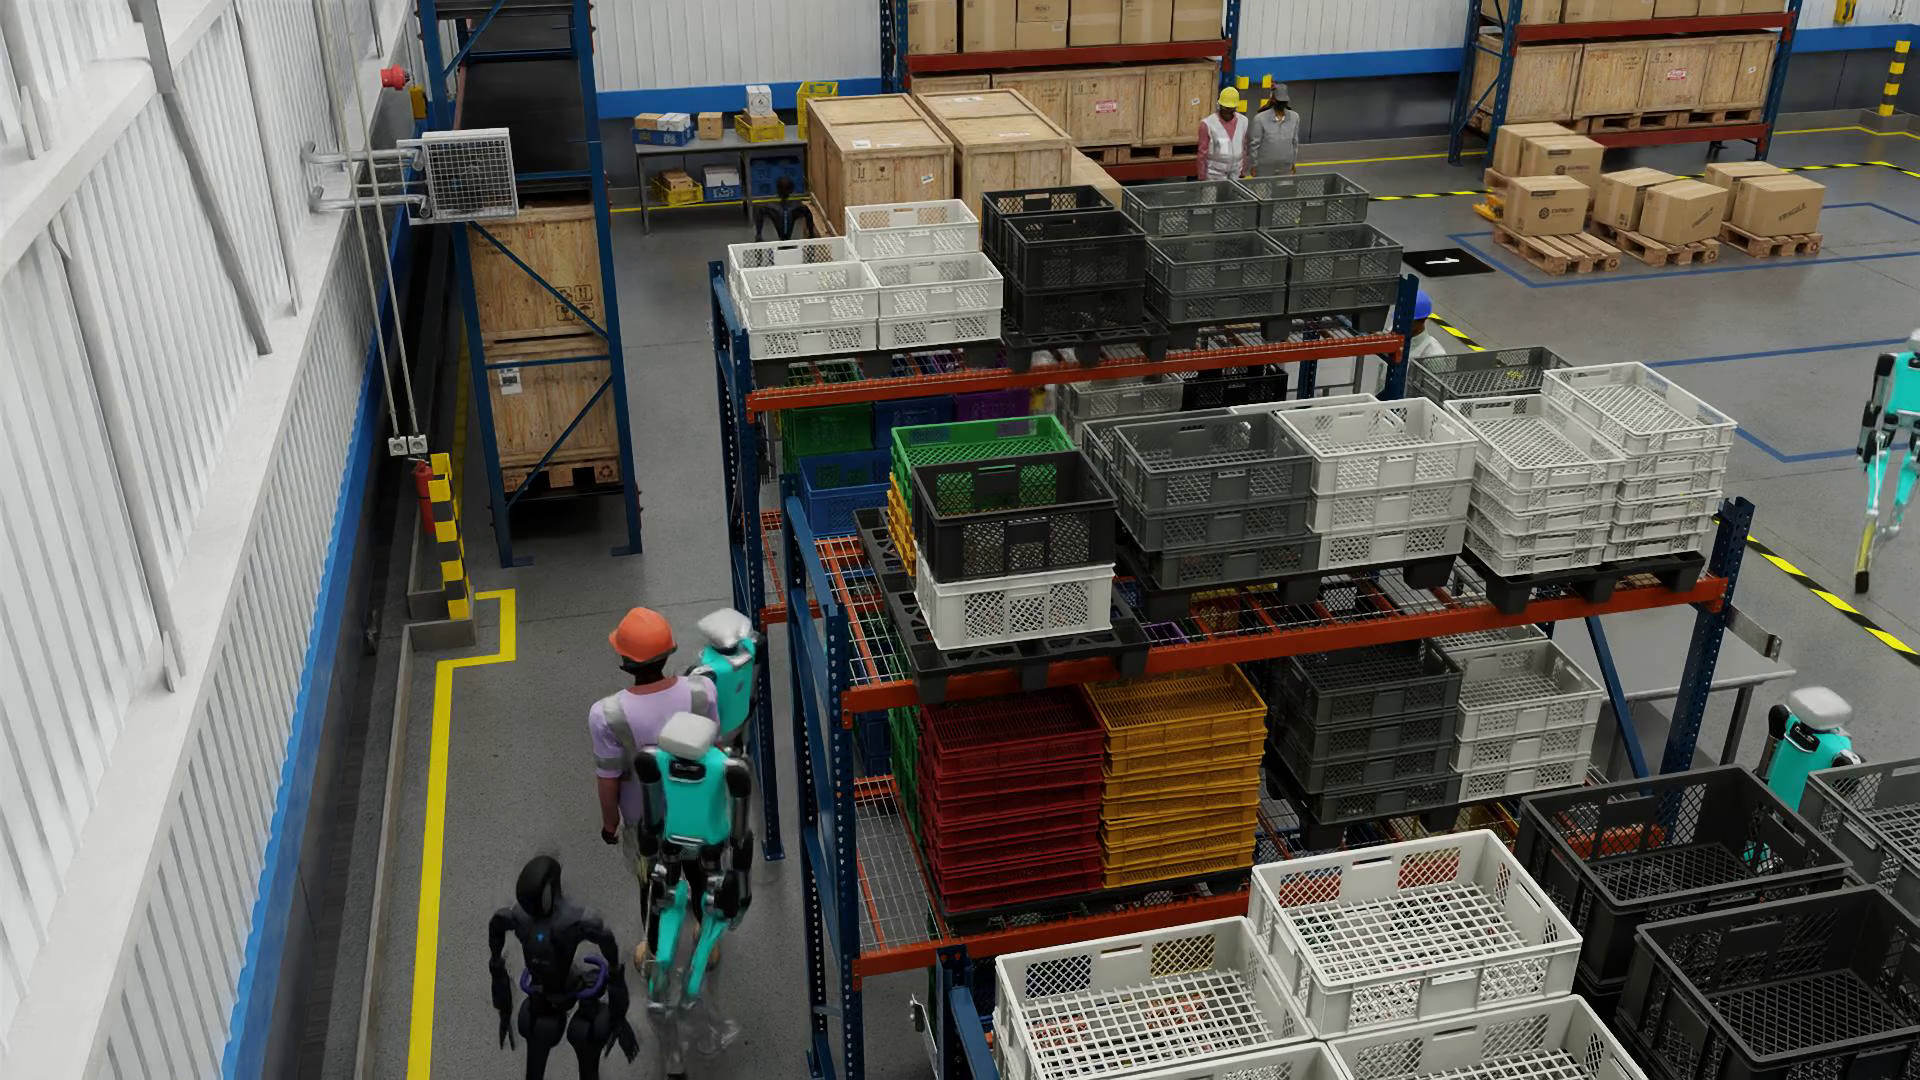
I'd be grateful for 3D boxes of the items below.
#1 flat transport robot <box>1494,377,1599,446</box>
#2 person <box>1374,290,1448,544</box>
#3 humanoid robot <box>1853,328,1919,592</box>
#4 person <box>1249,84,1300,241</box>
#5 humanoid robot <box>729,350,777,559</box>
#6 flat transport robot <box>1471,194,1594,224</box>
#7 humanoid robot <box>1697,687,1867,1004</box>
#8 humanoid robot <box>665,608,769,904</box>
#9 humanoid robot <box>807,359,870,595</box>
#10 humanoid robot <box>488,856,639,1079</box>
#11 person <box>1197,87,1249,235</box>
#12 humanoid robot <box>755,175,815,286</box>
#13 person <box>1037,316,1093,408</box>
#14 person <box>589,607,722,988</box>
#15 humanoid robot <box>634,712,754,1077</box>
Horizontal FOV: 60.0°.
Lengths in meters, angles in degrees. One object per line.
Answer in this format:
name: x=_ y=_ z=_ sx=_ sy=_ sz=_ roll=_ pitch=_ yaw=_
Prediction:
flat transport robot: x=4.780 y=-1.036 z=14.013 sx=0.659 sy=0.231 sz=1.431 roll=-6 pitch=28 yaw=-12
person: x=3.171 y=-0.878 z=11.929 sx=0.419 sy=1.941 sz=0.602 roll=-11 pitch=30 yaw=-21
humanoid robot: x=6.440 y=-0.494 z=11.432 sx=0.544 sy=1.764 sz=0.955 roll=13 pitch=30 yaw=23
person: x=3.425 y=-4.117 z=18.247 sx=0.572 sy=1.768 sz=0.397 roll=-7 pitch=29 yaw=-12
humanoid robot: x=-1.480 y=-0.688 z=11.826 sx=0.315 sy=1.657 sz=0.599 roll=-6 pitch=28 yaw=-12
flat transport robot: x=6.795 y=-3.908 z=19.431 sx=1.431 sy=0.197 sz=0.652 roll=-6 pitch=28 yaw=-12
humanoid robot: x=3.555 y=1.448 z=7.584 sx=0.735 sy=1.674 sz=0.533 roll=-6 pitch=28 yaw=-12
humanoid robot: x=-1.357 y=1.105 z=8.441 sx=0.801 sy=1.812 sz=0.543 roll=16 pitch=32 yaw=28
humanoid robot: x=-0.687 y=-0.392 z=11.275 sx=0.664 sy=1.857 sz=0.541 roll=-10 pitch=30 yaw=-19
humanoid robot: x=-1.634 y=1.954 z=6.846 sx=0.611 sy=1.640 sz=0.459 roll=2 pitch=28 yaw=4
person: x=2.826 y=-3.955 z=17.877 sx=0.589 sy=1.829 sz=0.404 roll=-10 pitch=29 yaw=-19
humanoid robot: x=-1.627 y=-2.561 z=15.463 sx=0.611 sy=1.650 sz=0.763 roll=-6 pitch=28 yaw=-11
person: x=0.741 y=-1.186 z=12.594 sx=0.697 sy=1.862 sz=0.581 roll=-16 pitch=32 yaw=-28
person: x=-1.407 y=1.216 z=7.833 sx=0.613 sy=2.046 sz=0.359 roll=-14 pitch=31 yaw=-24
humanoid robot: x=-1.212 y=1.652 z=7.329 sx=0.552 sy=1.769 sz=0.823 roll=6 pitch=28 yaw=11
